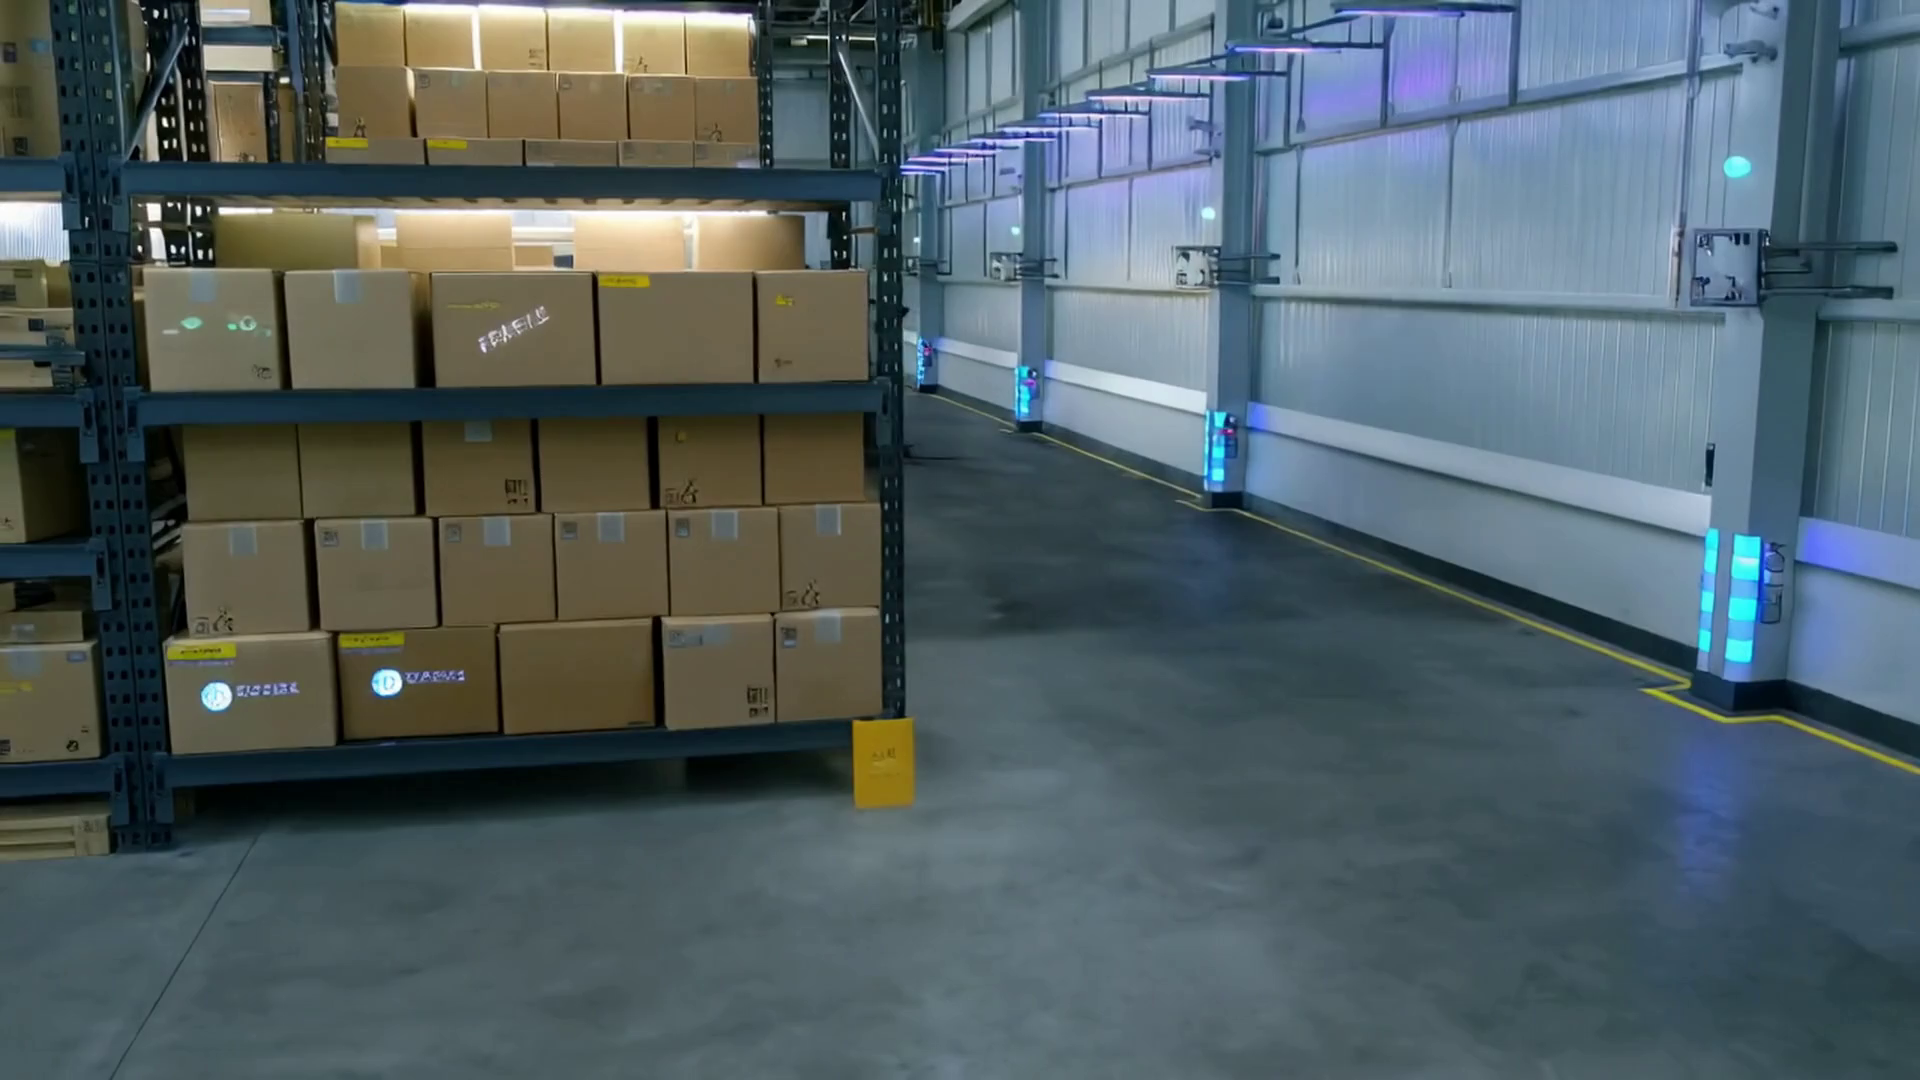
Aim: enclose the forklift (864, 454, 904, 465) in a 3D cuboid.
[{"bbox_3d":[-1.965,-2.639,25.886,1.873,2.768,1.129,6,11,33],"label":"forklift"}]
